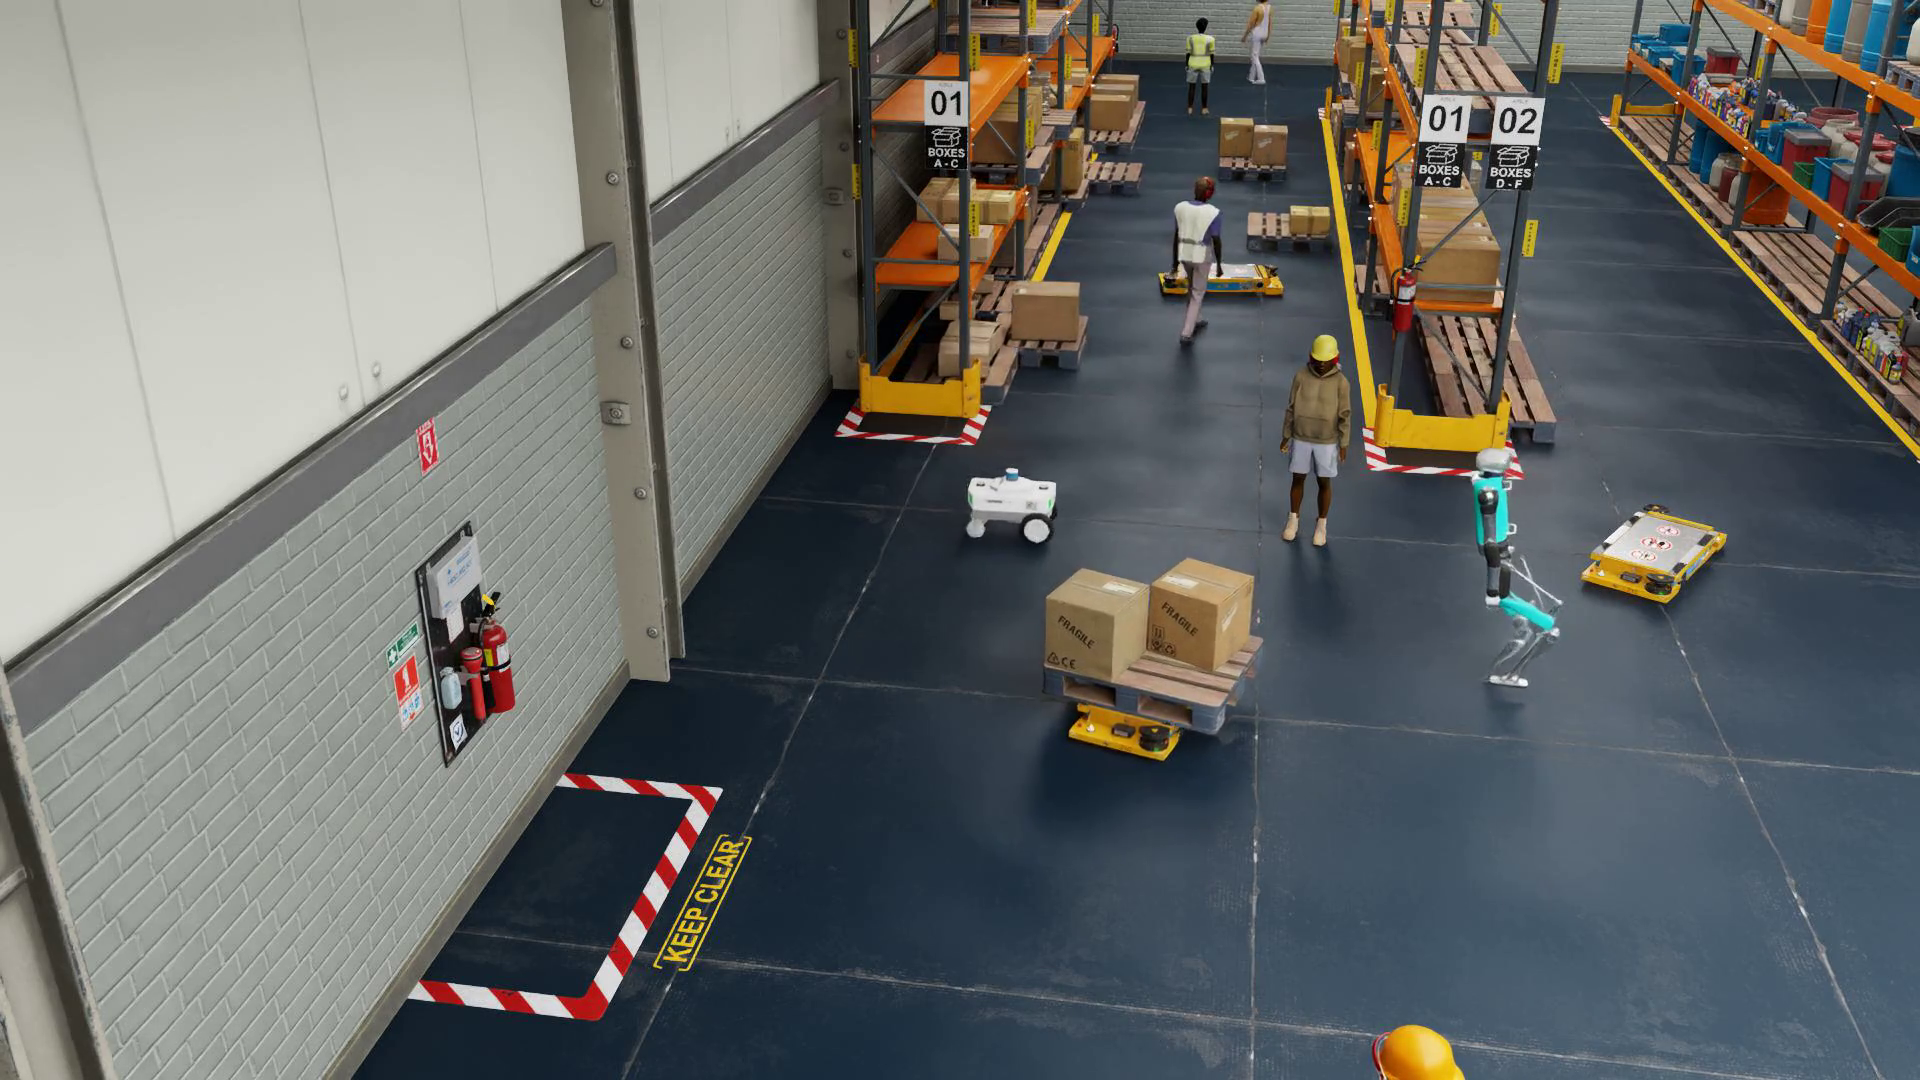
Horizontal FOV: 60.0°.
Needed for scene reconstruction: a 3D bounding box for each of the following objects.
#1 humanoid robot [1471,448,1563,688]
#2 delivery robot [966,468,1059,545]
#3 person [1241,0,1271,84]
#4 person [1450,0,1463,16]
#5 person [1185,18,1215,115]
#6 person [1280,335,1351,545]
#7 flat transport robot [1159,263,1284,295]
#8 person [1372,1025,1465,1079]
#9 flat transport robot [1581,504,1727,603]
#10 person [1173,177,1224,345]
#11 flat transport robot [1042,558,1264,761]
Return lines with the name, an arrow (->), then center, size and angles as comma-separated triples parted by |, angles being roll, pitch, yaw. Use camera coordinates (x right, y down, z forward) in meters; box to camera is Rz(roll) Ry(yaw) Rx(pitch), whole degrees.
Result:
humanoid robot -> 3.737, 0.275, 11.067 | 0.821, 1.781, 0.531 | 8, 26, 16
delivery robot -> 0.449, -0.285, 13.653 | 0.811, 0.614, 0.499 | 3, 25, 7
person -> 5.890, -9.935, 32.807 | 0.559, 1.832, 0.641 | -20, 32, -36
person -> 9.392, -9.397, 31.702 | 0.524, 1.768, 0.308 | 14, 29, 28
person -> 4.299, -8.491, 29.842 | 0.538, 1.695, 0.318 | 6, 26, 13
person -> 2.858, -0.821, 13.358 | 0.542, 1.757, 0.414 | 11, 27, 22
flat transport robot -> 3.146, -3.145, 20.089 | 1.431, 0.231, 0.659 | 1, 25, 1
person -> 1.554, 2.518, 6.061 | 0.385, 1.891, 0.559 | 15, 29, 29
flat transport robot -> 5.507, 0.098, 13.149 | 0.659, 0.231, 1.431 | 19, 31, 35
person -> 2.591, -3.066, 18.130 | 0.582, 1.783, 0.921 | 20, 31, 36
flat transport robot -> 1.310, 1.009, 11.199 | 0.659, 0.231, 1.431 | 12, 28, 24
